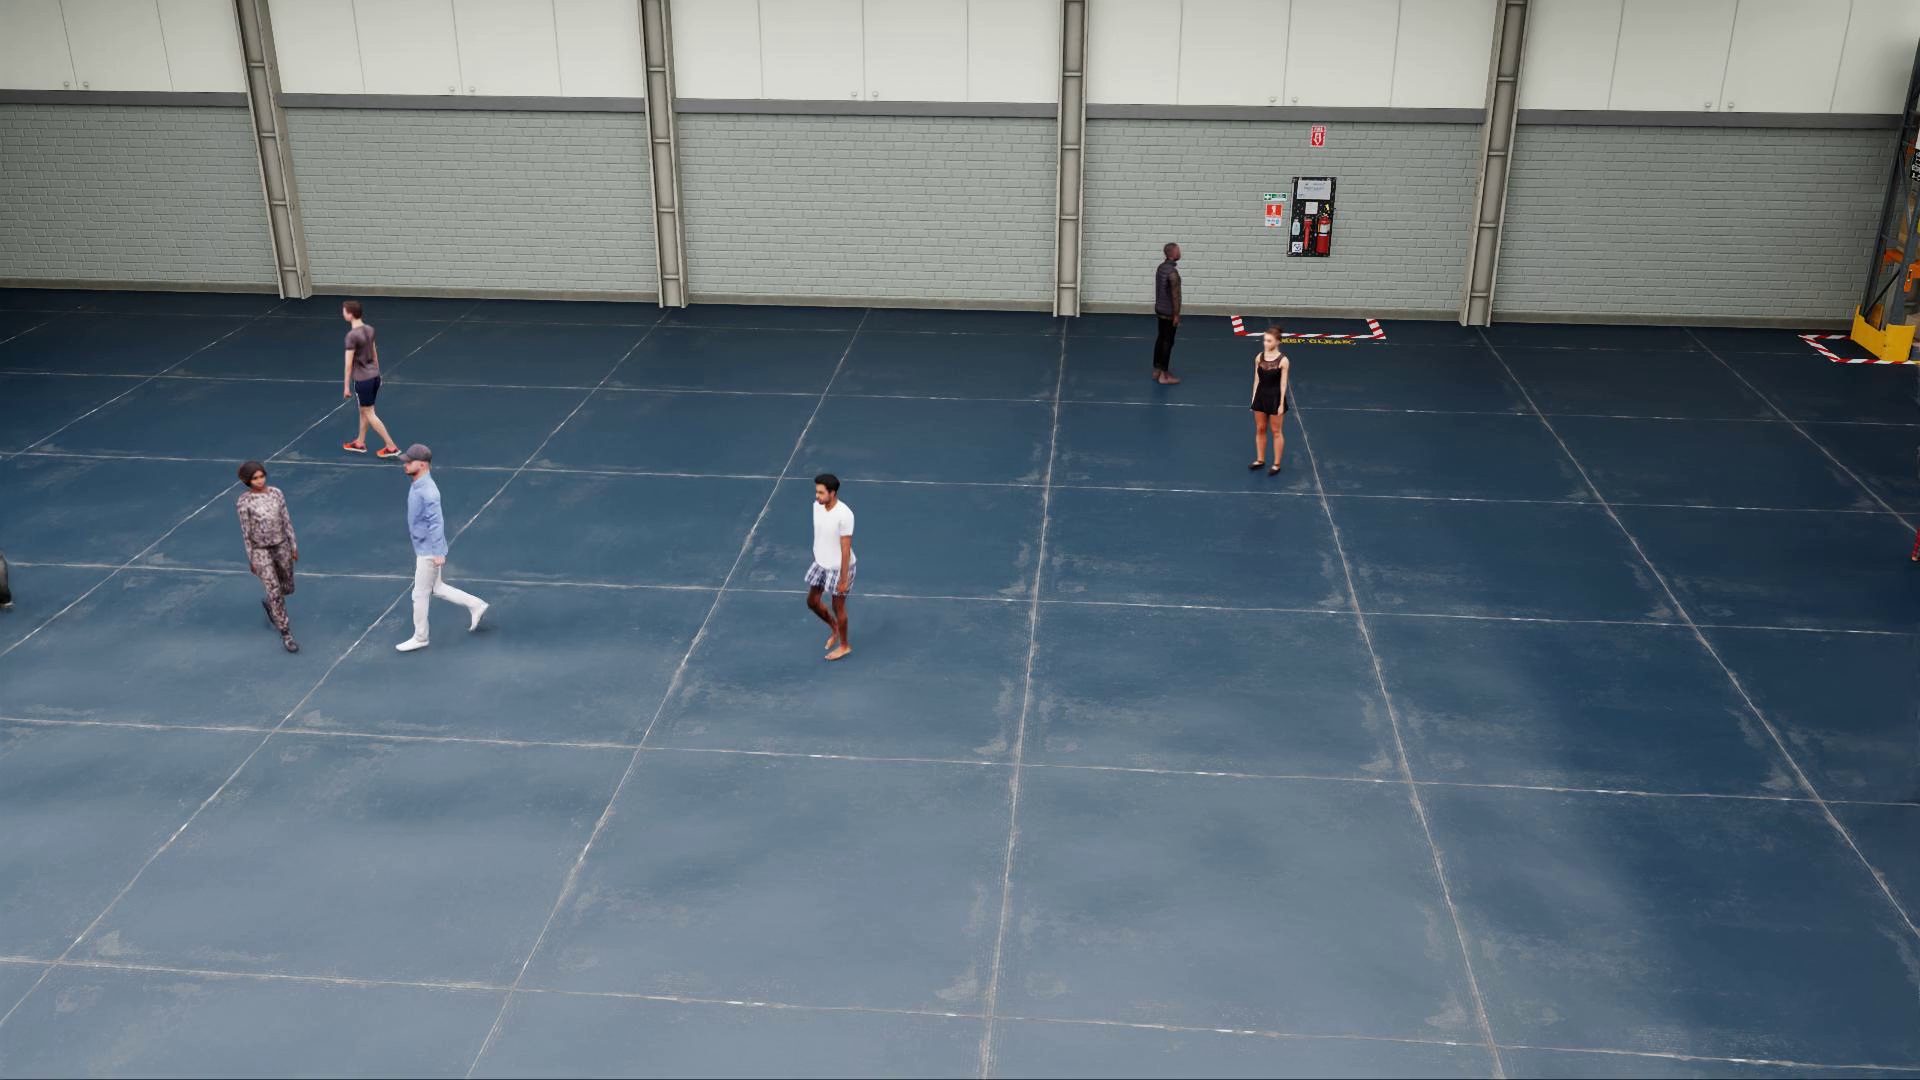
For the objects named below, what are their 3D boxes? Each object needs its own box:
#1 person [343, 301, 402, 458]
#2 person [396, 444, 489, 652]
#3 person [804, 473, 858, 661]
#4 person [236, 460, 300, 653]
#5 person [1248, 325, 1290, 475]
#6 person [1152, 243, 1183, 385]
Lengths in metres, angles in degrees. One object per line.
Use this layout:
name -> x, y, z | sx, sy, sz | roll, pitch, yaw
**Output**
person -> -6.695, -1.793, 18.874 | 1.053, 1.826, 0.760 | 5, 24, 12
person -> -4.571, 0.041, 14.514 | 1.182, 1.865, 0.998 | -11, 25, -25
person -> -1.026, 0.198, 14.342 | 0.844, 1.710, 0.764 | -21, 31, -40
person -> -6.054, 0.106, 14.569 | 0.959, 1.701, 1.051 | -20, 30, -39
person -> 3.462, -1.566, 18.534 | 0.670, 1.676, 0.747 | 19, 30, 38
person -> 2.696, -2.957, 21.602 | 0.689, 1.835, 0.761 | -6, 24, -13
